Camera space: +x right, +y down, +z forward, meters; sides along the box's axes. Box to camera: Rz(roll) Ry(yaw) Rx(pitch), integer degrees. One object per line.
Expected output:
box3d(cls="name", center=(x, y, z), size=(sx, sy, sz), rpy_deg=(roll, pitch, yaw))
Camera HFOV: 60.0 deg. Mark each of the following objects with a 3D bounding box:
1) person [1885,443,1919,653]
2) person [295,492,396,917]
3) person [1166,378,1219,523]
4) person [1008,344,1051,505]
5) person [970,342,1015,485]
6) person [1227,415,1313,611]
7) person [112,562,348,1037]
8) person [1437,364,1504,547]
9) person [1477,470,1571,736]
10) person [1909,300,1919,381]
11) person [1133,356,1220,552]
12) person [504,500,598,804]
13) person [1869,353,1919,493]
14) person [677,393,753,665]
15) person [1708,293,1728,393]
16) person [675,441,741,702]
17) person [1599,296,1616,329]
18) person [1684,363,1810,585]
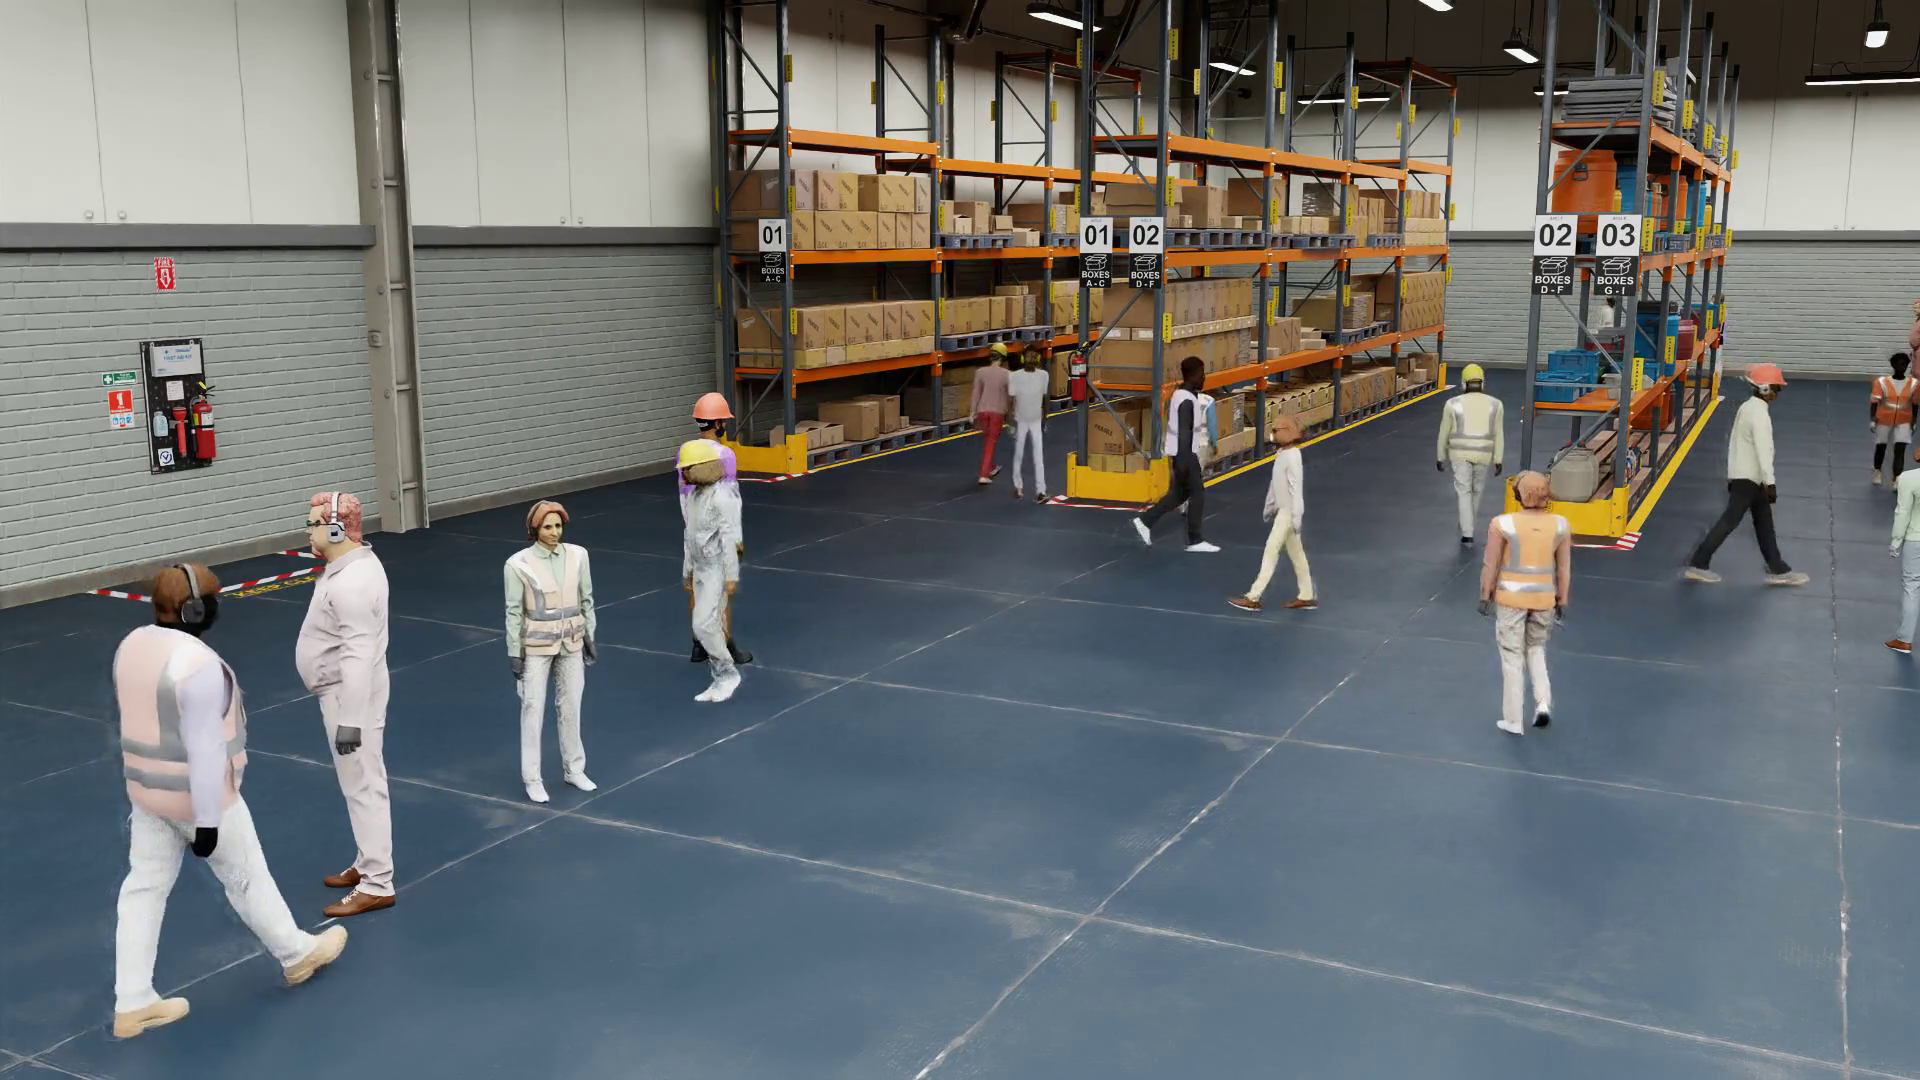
box3d(cls="person", center=(7.034, 0.017, 12.107), size=(0.500, 1.633, 0.282), rpy_deg=(1, 10, 3))
box3d(cls="person", center=(-2.761, 0.726, 7.496), size=(0.409, 1.907, 0.651), rpy_deg=(-4, 11, -19))
box3d(cls="person", center=(2.499, -1.011, 17.739), size=(0.551, 1.616, 0.606), rpy_deg=(5, 11, 25))
box3d(cls="person", center=(0.787, -1.312, 18.868), size=(0.517, 1.807, 0.993), rpy_deg=(-2, 11, -12))
box3d(cls="person", center=(0.442, -1.566, 20.494), size=(0.527, 1.718, 0.901), rpy_deg=(5, 12, 27))
box3d(cls="person", center=(2.531, -0.207, 13.421), size=(0.796, 1.601, 0.515), rpy_deg=(0, 10, 2))
box3d(cls="person", center=(-2.935, 0.963, 6.491), size=(0.637, 1.790, 0.947), rpy_deg=(7, 12, 32))
box3d(cls="person", center=(5.027, -0.845, 16.436), size=(0.604, 1.773, 0.959), rpy_deg=(1, 10, 3))
box3d(cls="person", center=(3.428, 0.386, 10.130), size=(0.516, 1.626, 0.370), rpy_deg=(-1, 10, -5))
box3d(cls="person", center=(17.450, -3.415, 30.144), size=(0.445, 1.885, 0.676), rpy_deg=(2, 11, 12))
box3d(cls="person", center=(2.101, -0.822, 15.974), size=(0.747, 1.895, 0.599), rpy_deg=(0, 10, 1))
box3d(cls="person", center=(-2.206, 0.594, 8.969), size=(0.514, 1.634, 0.313), rpy_deg=(-10, 14, -43))
box3d(cls="person", center=(11.186, -1.428, 19.948), size=(0.544, 1.649, 0.905), rpy_deg=(4, 11, 22))
box3d(cls="person", center=(-1.735, -0.071, 11.758), size=(0.545, 1.938, 0.358), rpy_deg=(8, 13, 35))
box3d(cls="person", center=(14.642, -3.823, 32.214), size=(0.359, 1.937, 0.635), rpy_deg=(6, 12, 28))
box3d(cls="person", center=(-1.641, 0.213, 10.783), size=(0.392, 1.721, 0.501), rpy_deg=(-8, 13, -36))
box3d(cls="person", center=(12.652, -3.845, 32.174), size=(1.026, 1.993, 0.619), rpy_deg=(5, 12, 26))
box3d(cls="person", center=(6.853, -0.560, 14.419), size=(1.024, 1.944, 0.640), rpy_deg=(3, 11, 16))
